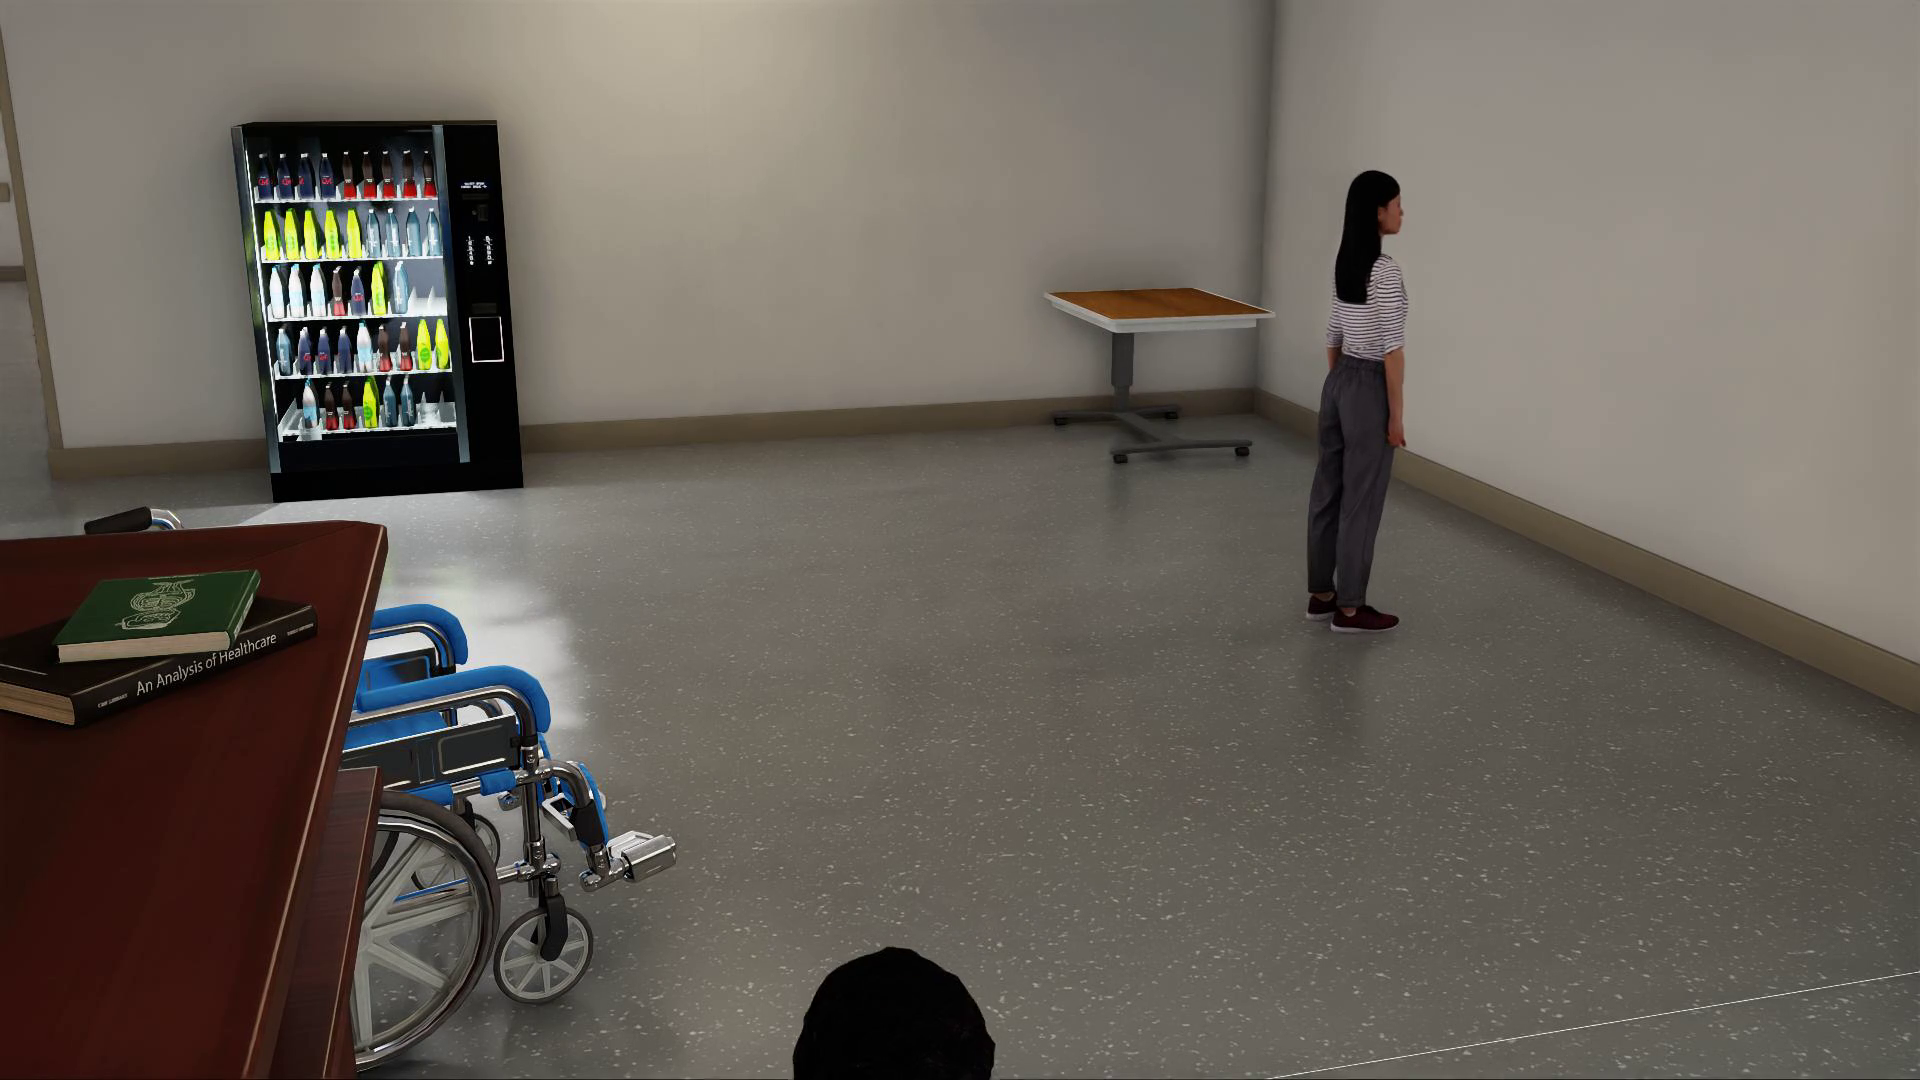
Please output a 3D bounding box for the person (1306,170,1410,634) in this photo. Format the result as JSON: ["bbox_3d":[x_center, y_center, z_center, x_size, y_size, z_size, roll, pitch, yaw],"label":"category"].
[{"bbox_3d":[1.504,-0.516,6.298,0.536,1.734,0.610,-5,17,-18],"label":"person"}]

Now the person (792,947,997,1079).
[{"bbox_3d":[-0.055,1.027,1.715,0.653,1.213,0.594,-3,16,-9],"label":"person"}]
